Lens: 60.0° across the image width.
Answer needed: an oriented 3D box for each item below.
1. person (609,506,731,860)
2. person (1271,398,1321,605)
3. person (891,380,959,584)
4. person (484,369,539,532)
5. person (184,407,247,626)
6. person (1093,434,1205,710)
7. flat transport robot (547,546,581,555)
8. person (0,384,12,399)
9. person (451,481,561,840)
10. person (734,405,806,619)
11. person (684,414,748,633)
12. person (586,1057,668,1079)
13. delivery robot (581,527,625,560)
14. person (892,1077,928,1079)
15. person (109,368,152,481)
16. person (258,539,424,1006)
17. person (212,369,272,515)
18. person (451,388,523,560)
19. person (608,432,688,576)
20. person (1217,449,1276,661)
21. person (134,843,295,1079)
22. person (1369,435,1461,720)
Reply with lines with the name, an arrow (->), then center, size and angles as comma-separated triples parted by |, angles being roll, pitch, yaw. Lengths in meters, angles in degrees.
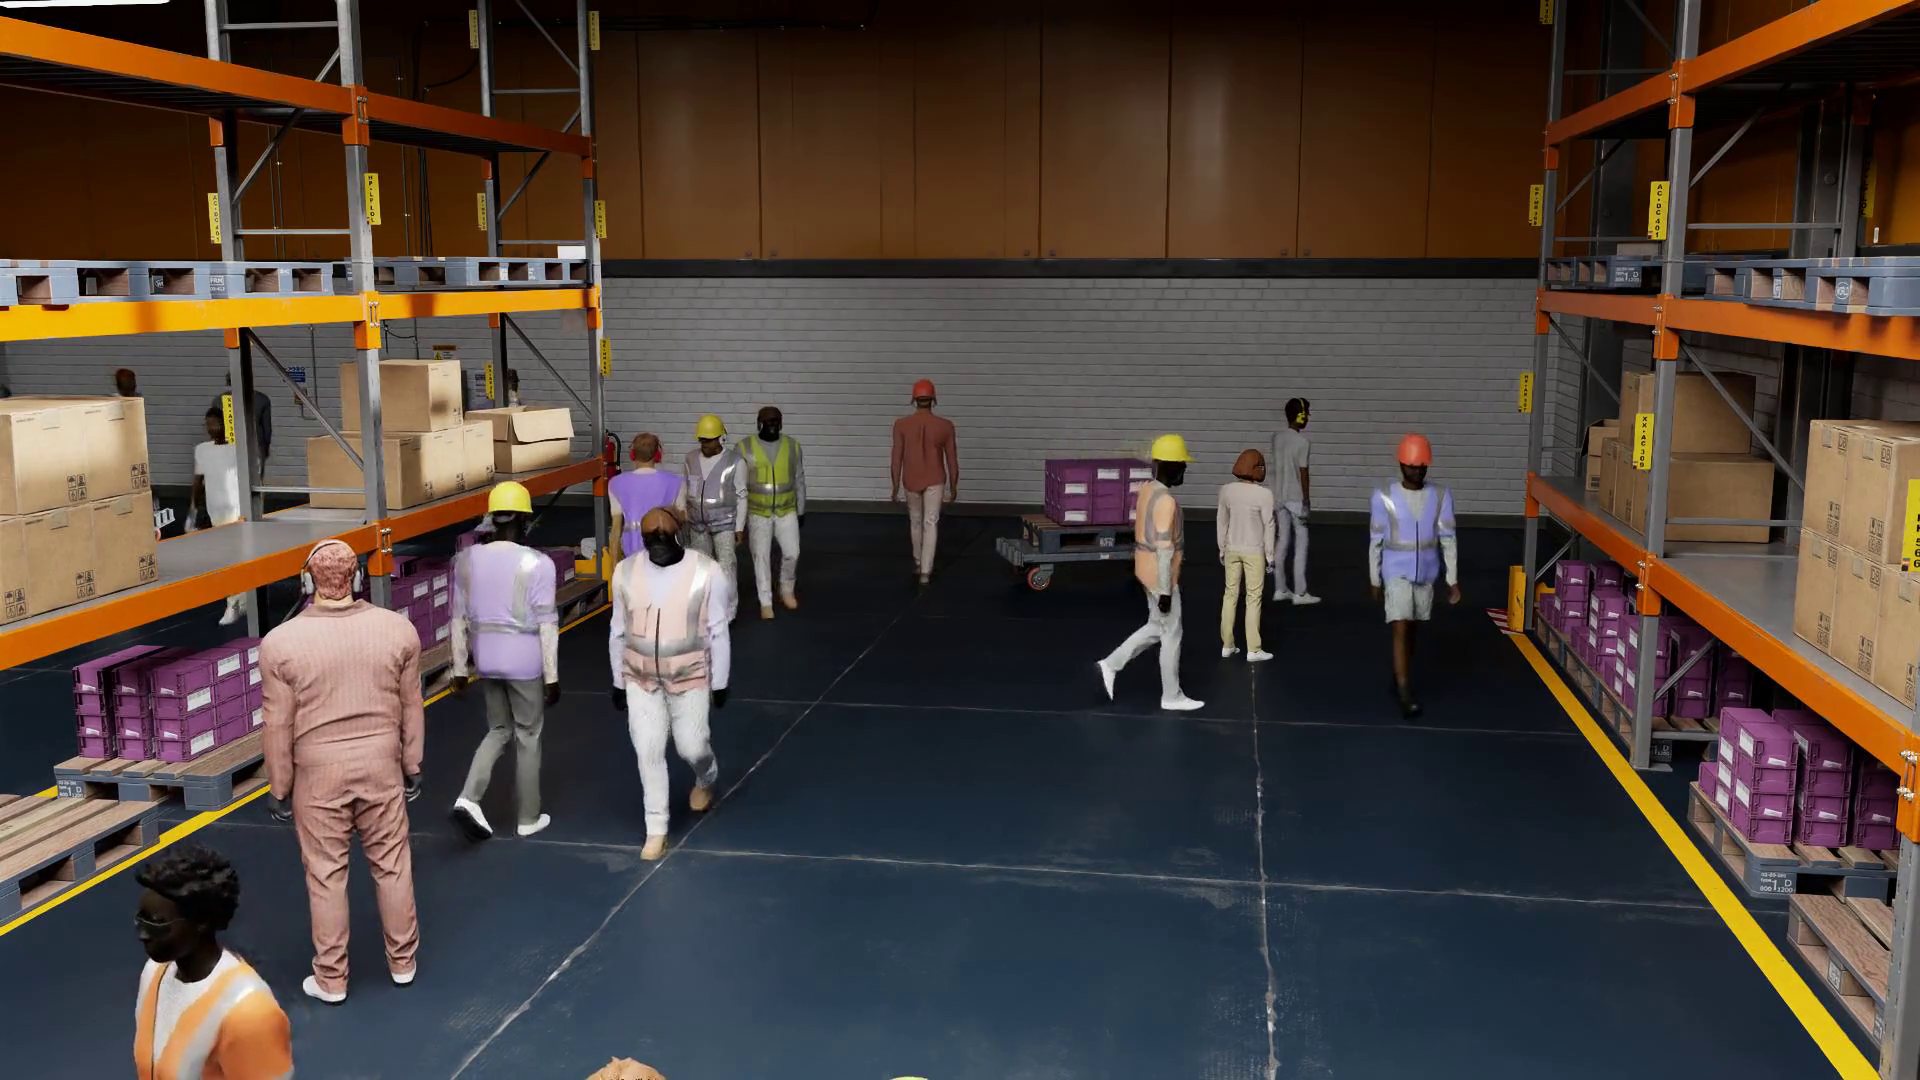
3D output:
person -> -1.495, 0.700, 8.670 | 0.632, 1.811, 0.689 | 1, 9, 4
person -> 3.008, -0.348, 14.977 | 0.373, 1.859, 0.543 | -5, 11, -30
person -> -0.335, -0.568, 16.059 | 0.639, 1.942, 1.050 | 0, 9, 3
person -> -5.000, -0.994, 18.858 | 0.641, 1.891, 0.658 | -8, 12, -39
person -> -6.297, -0.202, 14.102 | 0.522, 1.845, 0.734 | 2, 9, 12
person -> 1.300, 0.229, 11.233 | 0.682, 1.910, 0.603 | -1, 9, -8
flat transport robot -> -4.159, 0.238, 16.222 | 1.431, 0.197, 0.652 | -6, 11, -32
person -> -8.562, -0.413, 14.797 | 0.897, 2.000, 0.687 | 7, 11, 35
person -> -2.381, 0.650, 8.664 | 0.598, 1.902, 0.607 | 3, 10, 18
person -> -1.643, -0.249, 14.419 | 0.651, 1.835, 0.486 | -3, 10, -16
person -> -2.045, -0.132, 13.736 | 0.587, 1.823, 0.403 | 3, 10, 16
person -> -0.576, 1.703, 3.000 | 0.503, 1.631, 0.271 | -1, 9, -4
delivery robot -> -3.328, 0.116, 15.812 | 0.477, 0.478, 0.707 | -6, 11, -34
person -> -0.066, 1.678, 2.536 | 0.592, 1.832, 0.404 | 8, 12, 41
person -> -9.750, -1.084, 19.493 | 0.464, 1.859, 0.587 | 4, 10, 23
person -> -2.531, 0.945, 6.837 | 0.643, 1.908, 0.399 | -6, 11, -34
person -> -8.201, -1.033, 19.043 | 0.631, 1.899, 0.962 | -5, 11, -29
person -> -4.487, -0.515, 15.885 | 0.881, 1.910, 0.643 | -1, 9, -4
person -> -2.294, 0.110, 12.313 | 0.574, 1.811, 0.866 | -2, 9, -14
person -> 2.205, 0.113, 12.804 | 0.507, 1.632, 0.268 | 9, 13, 43
person -> -1.810, 1.526, 4.032 | 0.542, 1.648, 0.899 | 8, 13, 42
person -> 3.062, 0.243, 11.199 | 0.565, 1.882, 0.978 | 0, 9, -1
